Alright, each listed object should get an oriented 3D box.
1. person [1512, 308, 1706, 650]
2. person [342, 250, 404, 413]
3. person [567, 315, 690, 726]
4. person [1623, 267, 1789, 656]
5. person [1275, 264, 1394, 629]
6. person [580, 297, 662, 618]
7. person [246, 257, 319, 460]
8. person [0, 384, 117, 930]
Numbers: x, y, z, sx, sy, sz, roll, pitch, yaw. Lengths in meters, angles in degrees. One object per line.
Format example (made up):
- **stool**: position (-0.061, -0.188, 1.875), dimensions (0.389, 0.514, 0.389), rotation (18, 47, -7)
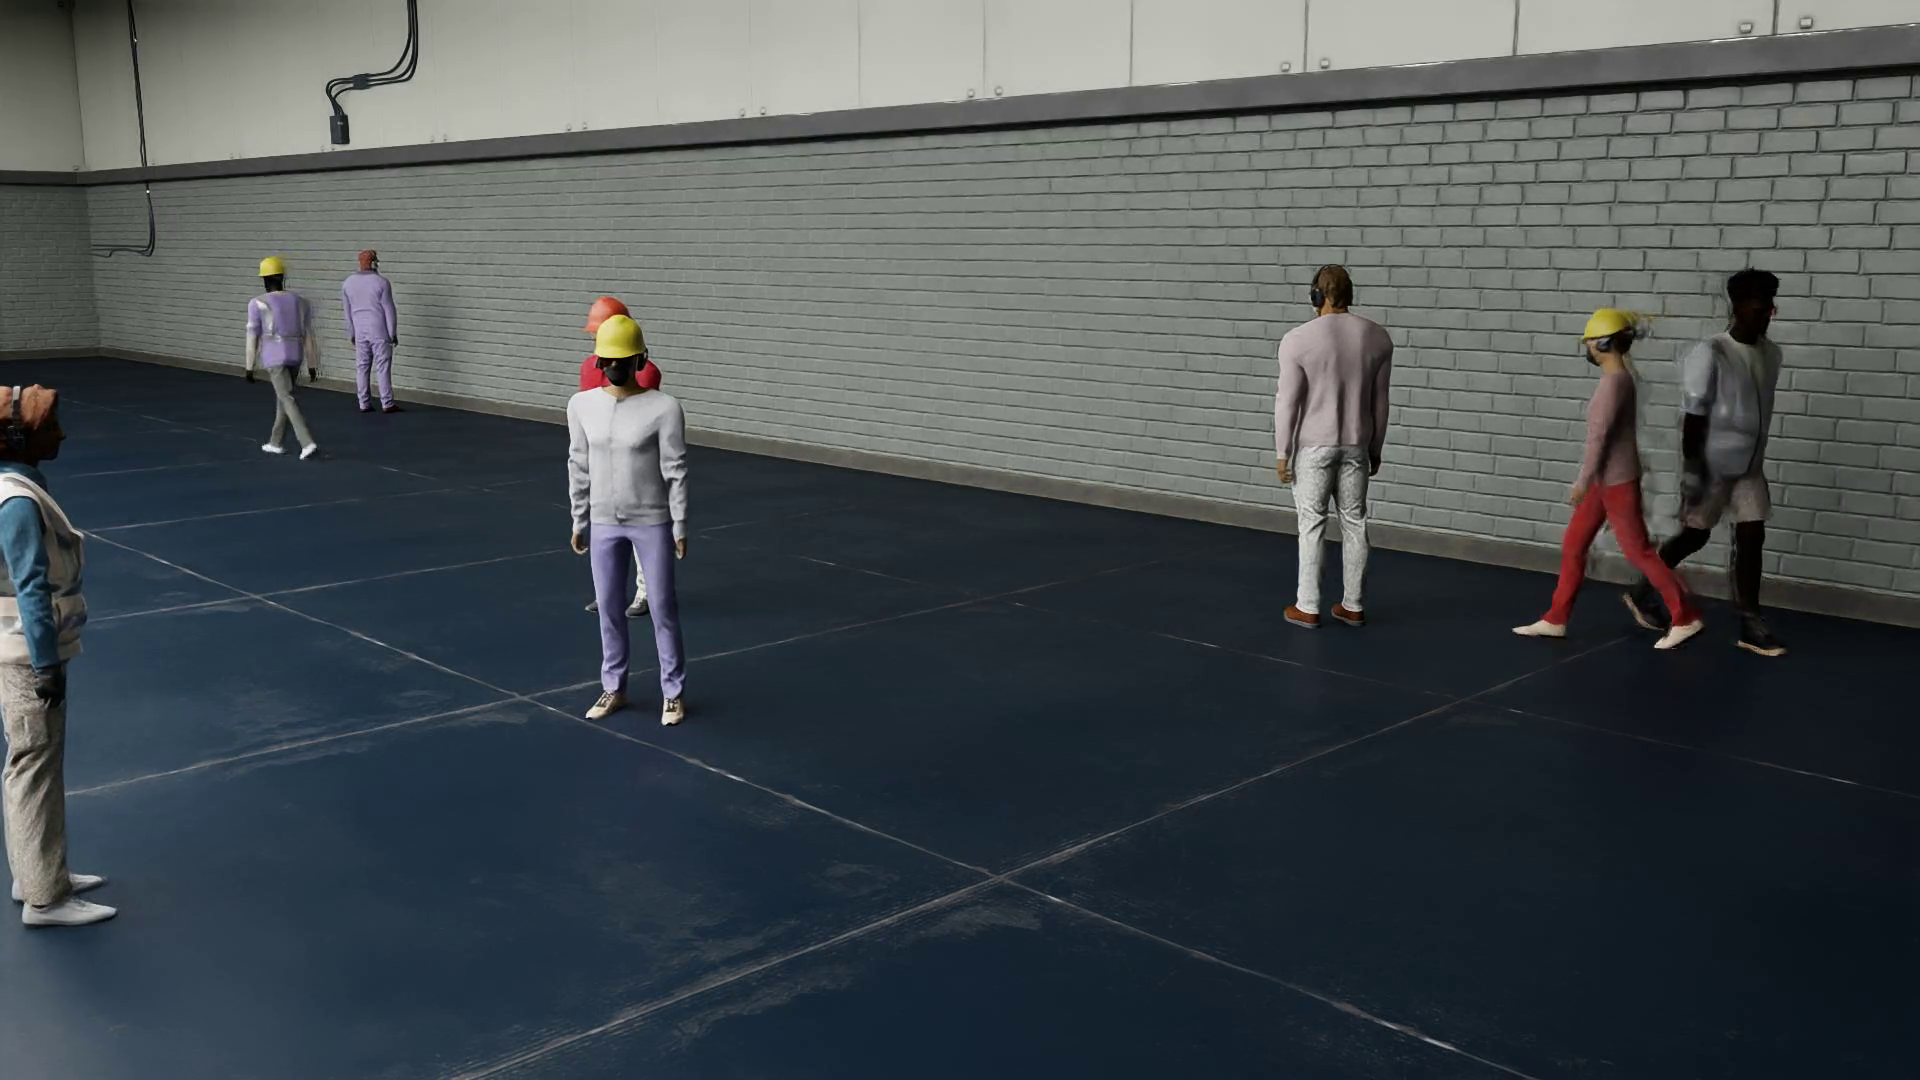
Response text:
- **person**: position (3.348, -0.307, 8.393), dimensions (0.895, 1.716, 0.520), rotation (4, 11, 20)
- **person**: position (-6.868, -2.434, 19.485), dimensions (0.641, 1.909, 0.409), rotation (2, 11, 12)
- **person**: position (-1.396, -0.070, 7.028), dimensions (0.536, 1.756, 0.382), rotation (3, 11, 14)
- **person**: position (3.861, -0.421, 8.453), dimensions (0.622, 1.932, 0.882), rotation (-4, 11, -22)
- **person**: position (1.958, -0.483, 8.798), dimensions (0.630, 1.931, 0.372), rotation (-2, 11, -11)
- **person**: position (-1.883, -0.449, 9.100), dimensions (0.568, 1.744, 0.351), rotation (7, 12, 33)
- **person**: position (-6.315, -1.688, 15.528), dimensions (1.029, 1.879, 0.599), rotation (8, 13, 38)
- **person**: position (-2.795, 0.350, 5.034), dimensions (0.310, 1.638, 0.523), rotation (-7, 12, -32)
